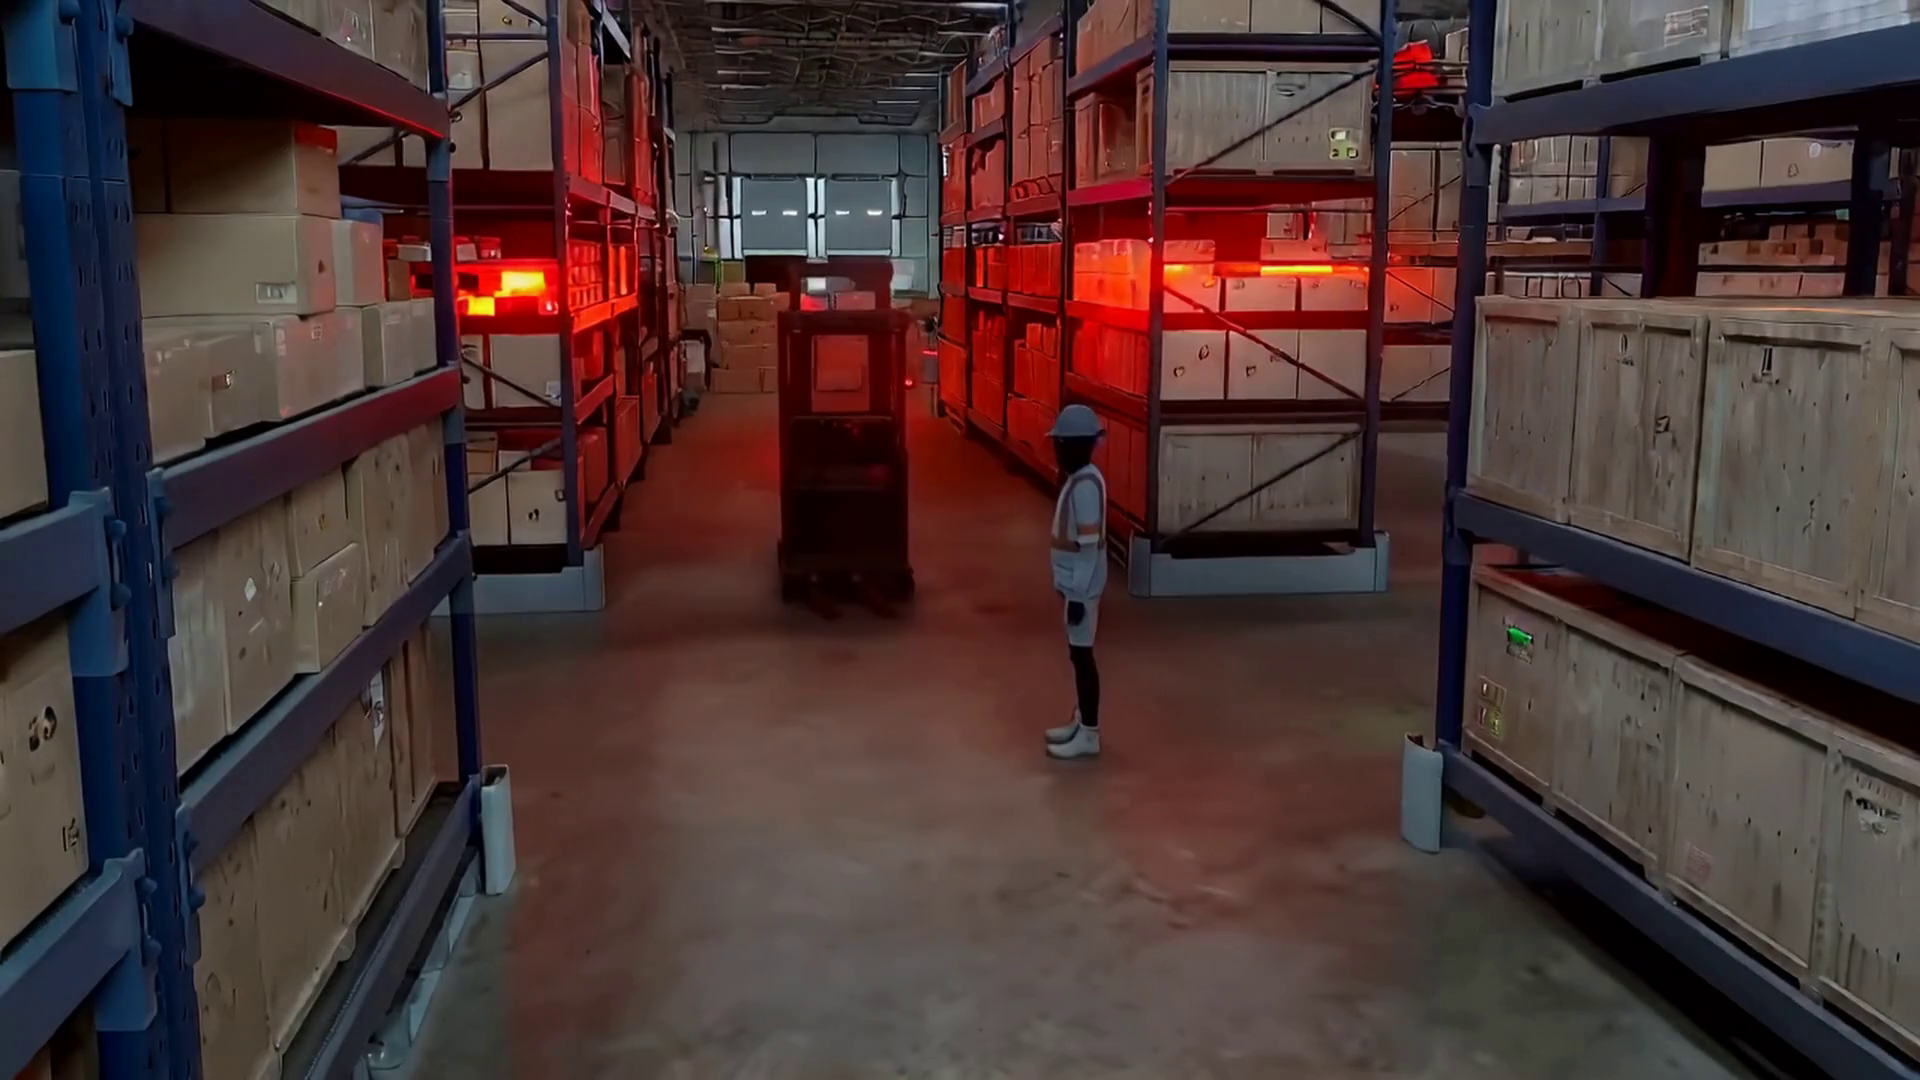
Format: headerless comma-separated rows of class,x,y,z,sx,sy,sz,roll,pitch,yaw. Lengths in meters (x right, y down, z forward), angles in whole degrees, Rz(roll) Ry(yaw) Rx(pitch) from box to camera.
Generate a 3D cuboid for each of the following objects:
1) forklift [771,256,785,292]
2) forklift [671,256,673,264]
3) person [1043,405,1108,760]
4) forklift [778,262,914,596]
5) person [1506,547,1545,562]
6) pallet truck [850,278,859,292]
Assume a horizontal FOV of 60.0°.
forklift,-6.462,-8.662,58.992,1.873,2.768,1.129,0,10,0
forklift,-11.202,-9.362,63.071,1.129,2.768,1.873,-1,10,-7
person,0.659,0.243,9.586,0.373,2.043,0.615,0,10,2
forklift,-1.058,-1.054,14.701,1.129,2.768,1.873,-1,10,-7
person,3.653,0.224,10.311,0.505,1.826,0.589,8,13,40
pallet truck,-3.782,-9.391,65.808,1.885,1.965,0.823,2,10,10
